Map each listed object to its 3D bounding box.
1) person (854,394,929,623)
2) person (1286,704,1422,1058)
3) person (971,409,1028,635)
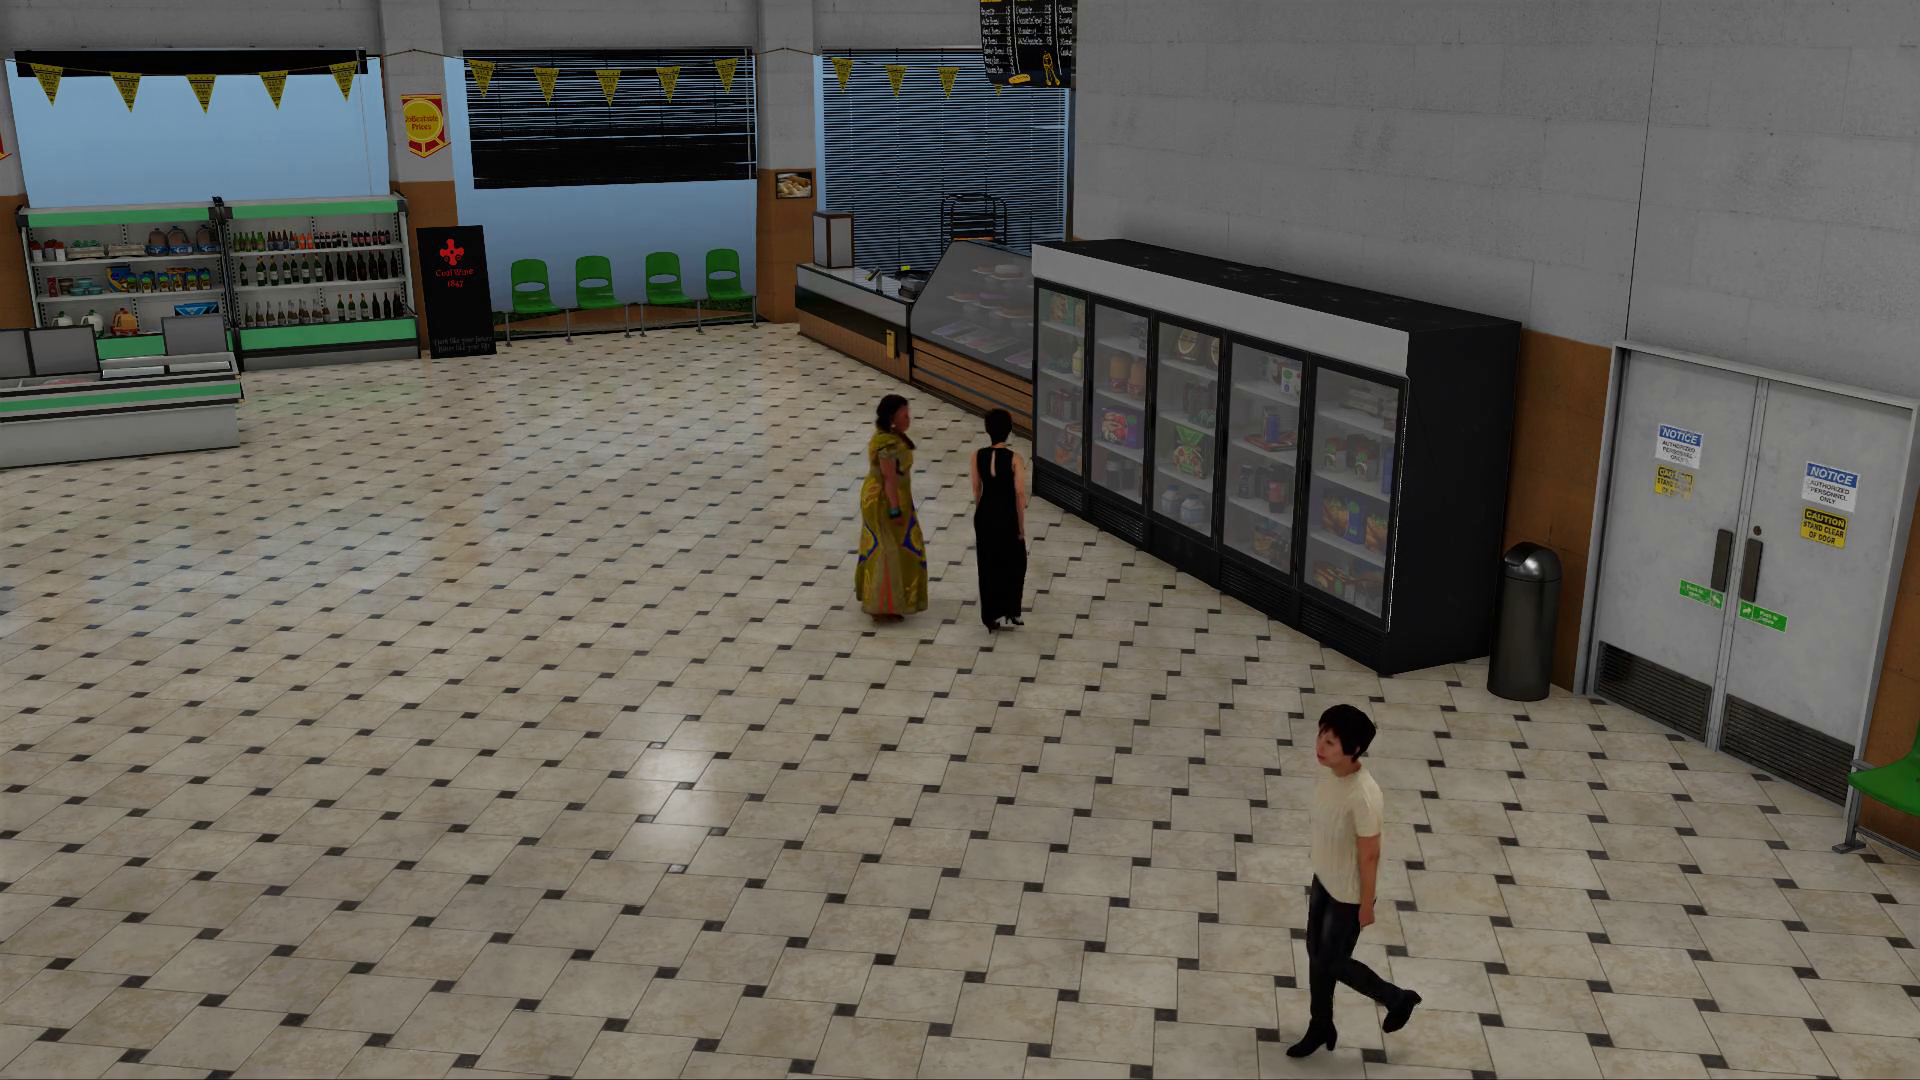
[{"bbox_3d":[-0.528,-0.240,11.967,1.015,1.650,1.024,-1,17,-4],"label":"person"},{"bbox_3d":[1.612,1.397,6.713,0.847,1.570,0.705,-2,17,-7],"label":"person"},{"bbox_3d":[0.231,-0.095,11.600,0.684,1.588,0.742,6,18,20],"label":"person"}]
